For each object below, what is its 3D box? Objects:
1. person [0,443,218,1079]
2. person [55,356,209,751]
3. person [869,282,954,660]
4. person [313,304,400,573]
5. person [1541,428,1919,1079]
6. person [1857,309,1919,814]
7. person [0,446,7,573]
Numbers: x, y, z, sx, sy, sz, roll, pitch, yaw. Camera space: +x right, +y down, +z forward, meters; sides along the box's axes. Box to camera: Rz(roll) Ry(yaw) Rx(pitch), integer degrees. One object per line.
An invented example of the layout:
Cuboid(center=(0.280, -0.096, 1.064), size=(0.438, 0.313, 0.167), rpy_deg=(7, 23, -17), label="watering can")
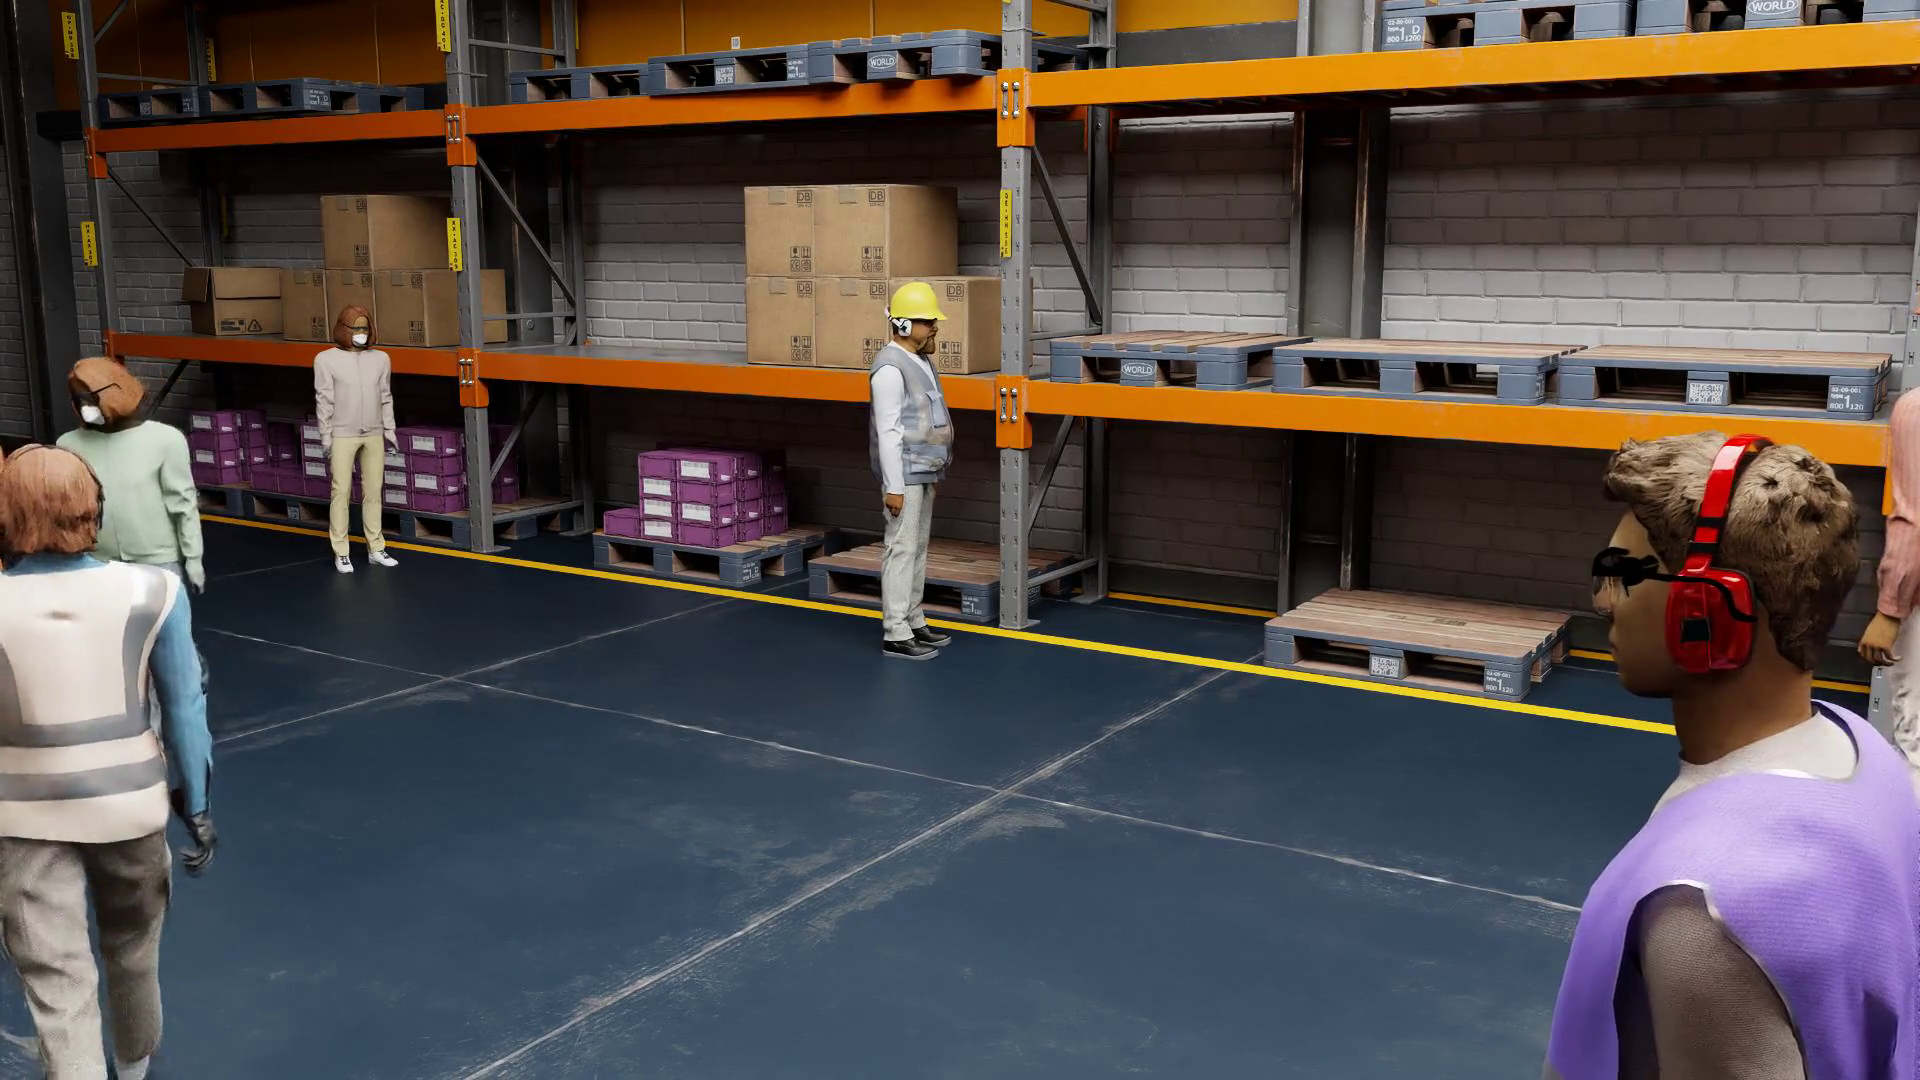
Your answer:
Cuboid(center=(-1.920, 0.586, 3.600), size=(0.540, 1.587, 0.848), rpy_deg=(-6, 12, -30), label="person")
Cuboid(center=(-3.130, 0.088, 6.386), size=(0.515, 1.602, 0.579), rpy_deg=(-1, 10, -3), label="person")
Cuboid(center=(-0.232, -0.334, 8.094), size=(0.403, 1.825, 0.587), rpy_deg=(3, 11, 14), label="person")
Cuboid(center=(-3.695, -0.623, 10.214), size=(0.280, 1.633, 0.498), rpy_deg=(10, 14, 43), label="person")
Cuboid(center=(0.769, 0.812, 1.674), size=(0.373, 1.843, 0.571), rpy_deg=(7, 12, 34), label="person")
Cuboid(center=(2.870, 0.168, 4.837), size=(0.612, 1.991, 0.392), rpy_deg=(-4, 11, -23), label="person")
Cuboid(center=(-3.622, 0.155, 5.868), size=(0.516, 1.646, 0.888), rpy_deg=(-5, 11, -25), label="person")
